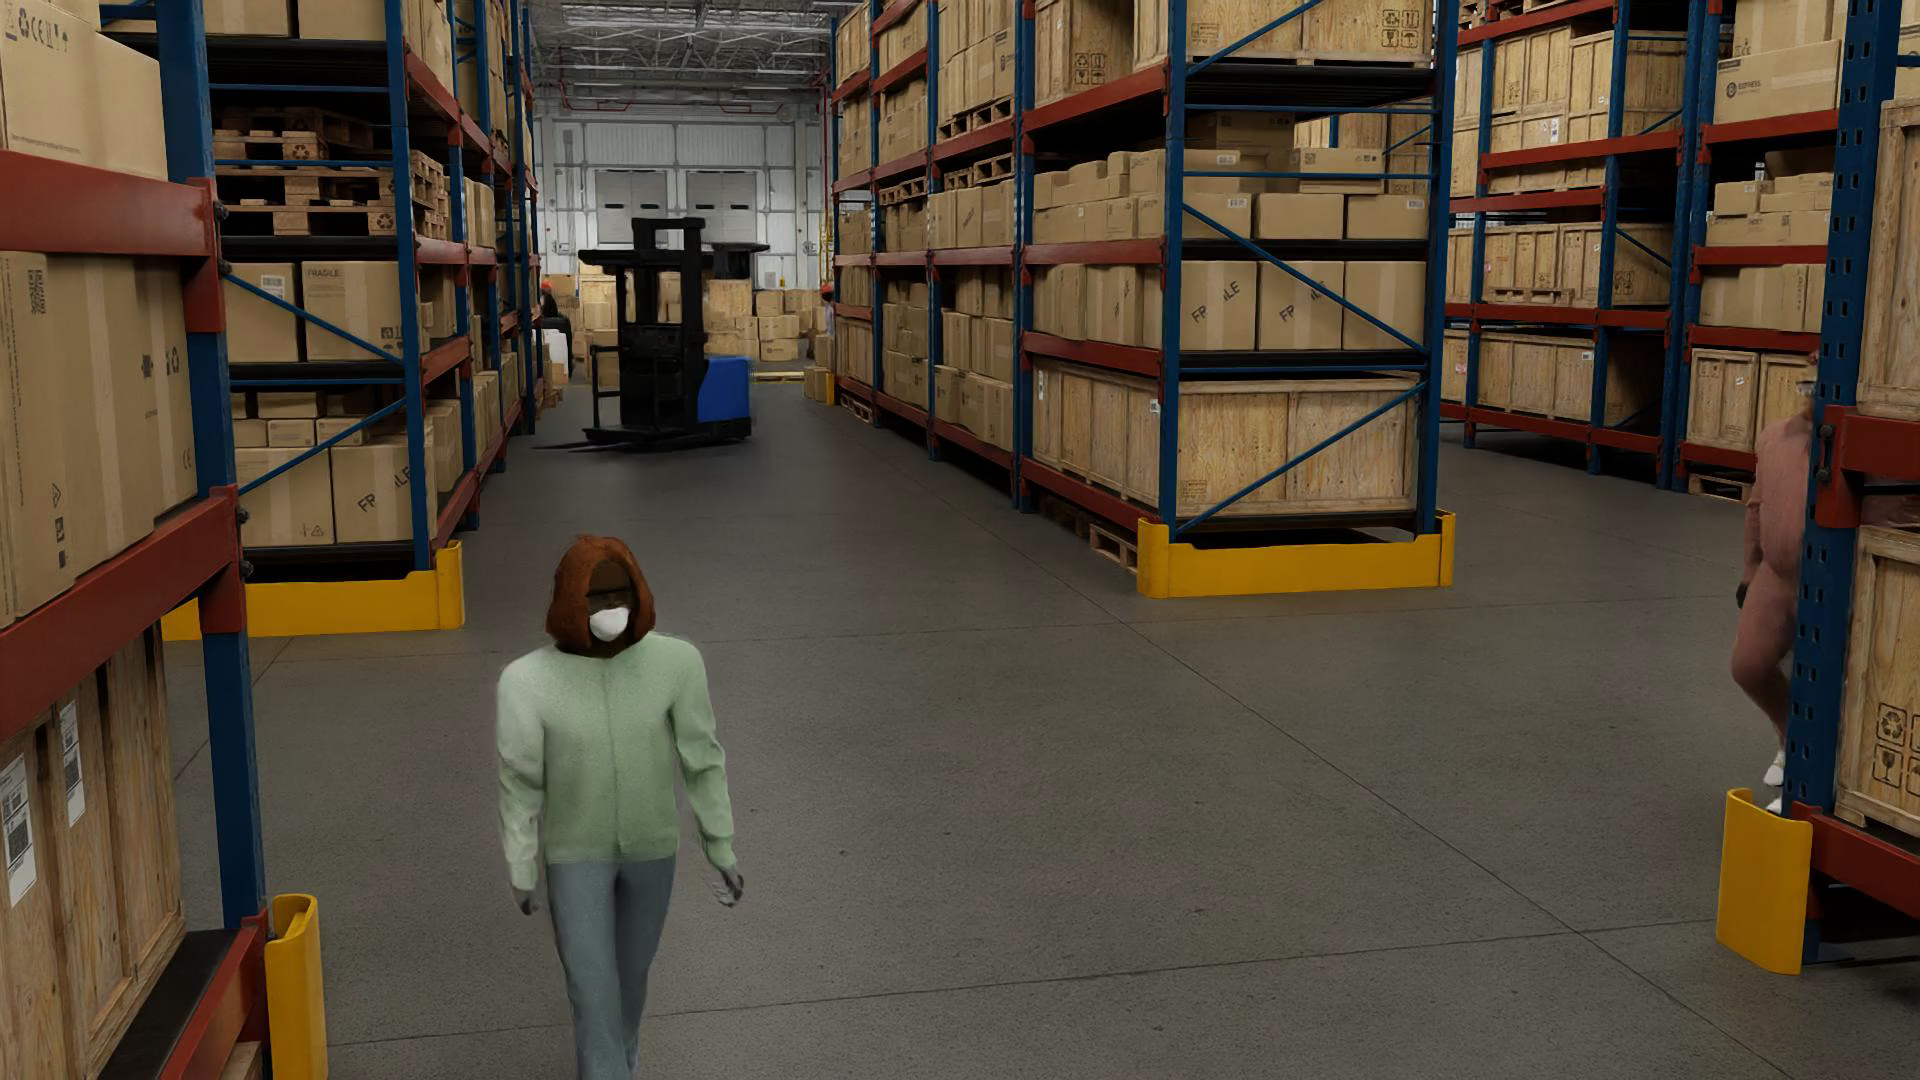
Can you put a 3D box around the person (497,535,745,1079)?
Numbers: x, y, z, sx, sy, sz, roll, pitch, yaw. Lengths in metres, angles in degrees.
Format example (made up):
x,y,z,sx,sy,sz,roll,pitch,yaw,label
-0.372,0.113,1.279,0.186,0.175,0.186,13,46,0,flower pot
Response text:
x,y,z,sx,sy,sz,roll,pitch,yaw,label
-0.807,0.783,3.972,0.515,1.591,0.859,-5,10,-27,person

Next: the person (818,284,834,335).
x,y,z,sx,sy,sz,roll,pitch,yaw,label
-2.497,-3.884,31.490,0.806,1.888,0.575,-6,11,-32,person

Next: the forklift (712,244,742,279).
x,y,z,sx,sy,sz,roll,pitch,yaw,label
-6.149,-6.433,44.035,1.873,2.768,1.129,4,10,25,forklift

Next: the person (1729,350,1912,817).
x,y,z,sx,sy,sz,roll,pitch,yaw,label
3.434,0.177,6.721,0.427,1.895,0.667,-5,11,-30,person

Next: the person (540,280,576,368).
x,y,z,sx,sy,sz,roll,pitch,yaw,label
-8.771,-4.601,35.738,1.032,1.948,0.640,-4,10,-24,person

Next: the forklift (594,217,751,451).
x,y,z,sx,sy,sz,roll,pitch,yaw,label
-3.579,-2.588,20.596,1.129,2.768,1.873,6,11,32,forklift
